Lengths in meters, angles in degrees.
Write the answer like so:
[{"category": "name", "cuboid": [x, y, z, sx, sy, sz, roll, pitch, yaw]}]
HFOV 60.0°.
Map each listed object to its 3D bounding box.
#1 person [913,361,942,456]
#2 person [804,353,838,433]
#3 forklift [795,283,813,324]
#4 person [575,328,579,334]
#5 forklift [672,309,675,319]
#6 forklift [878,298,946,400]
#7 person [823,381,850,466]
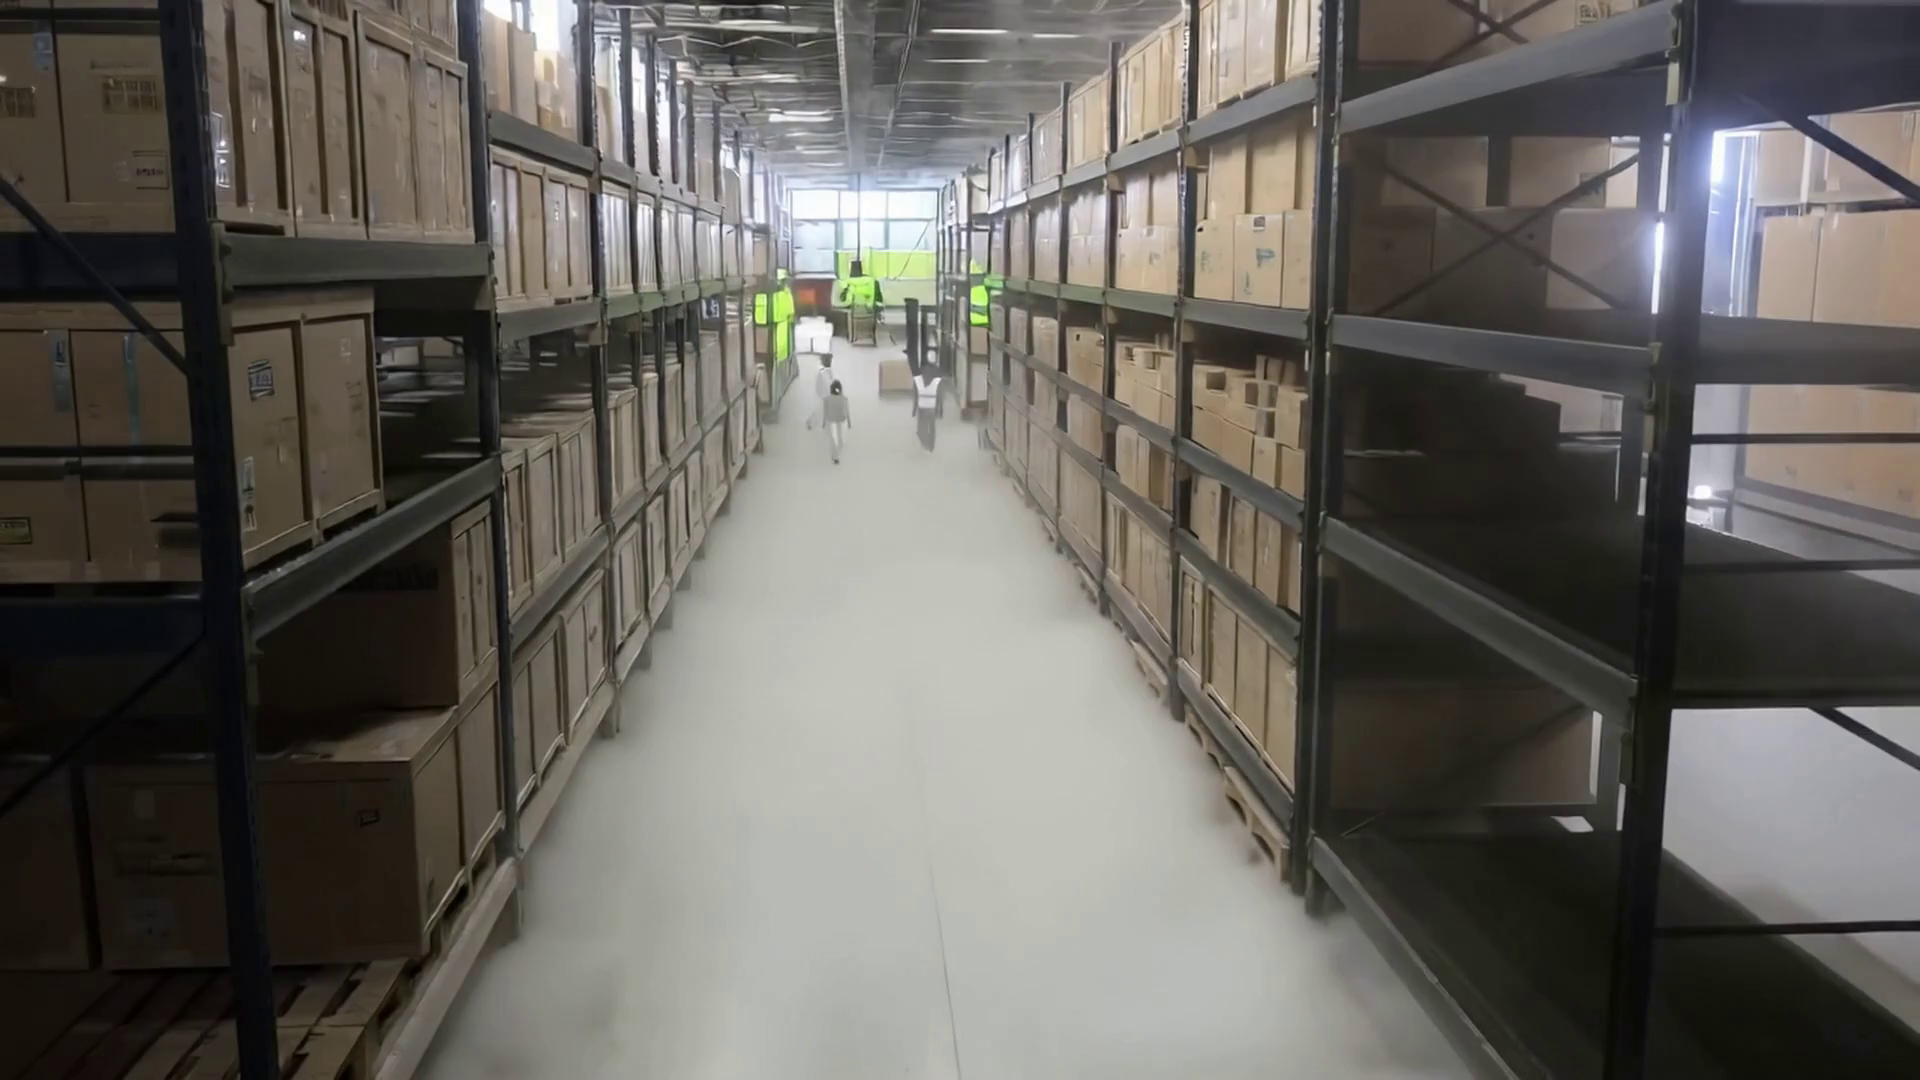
[{"category": "person", "cuboid": [-0.655, -2.590, 32.862, 0.637, 1.900, 0.534, 2, 10, 14]}, {"category": "person", "cuboid": [-3.060, -3.282, 37.251, 0.860, 1.818, 0.623, 0, 10, 2]}, {"category": "forklift", "cuboid": [-7.352, -10.641, 78.034, 1.129, 2.768, 1.873, -1, 10, -4]}, {"category": "person", "cuboid": [-10.686, -4.894, 46.195, 0.610, 2.042, 0.396, -5, 11, -28]}, {"category": "forklift", "cuboid": [-9.808, -7.442, 58.921, 1.873, 2.768, 1.129, -8, 13, -41]}, {"category": "forklift", "cuboid": [-1.344, -5.354, 46.451, 1.873, 2.768, 1.129, -1, 10, -3]}, {"category": "person", "cuboid": [-2.360, -2.223, 31.521, 0.530, 1.617, 0.465, -4, 10, -22]}]
